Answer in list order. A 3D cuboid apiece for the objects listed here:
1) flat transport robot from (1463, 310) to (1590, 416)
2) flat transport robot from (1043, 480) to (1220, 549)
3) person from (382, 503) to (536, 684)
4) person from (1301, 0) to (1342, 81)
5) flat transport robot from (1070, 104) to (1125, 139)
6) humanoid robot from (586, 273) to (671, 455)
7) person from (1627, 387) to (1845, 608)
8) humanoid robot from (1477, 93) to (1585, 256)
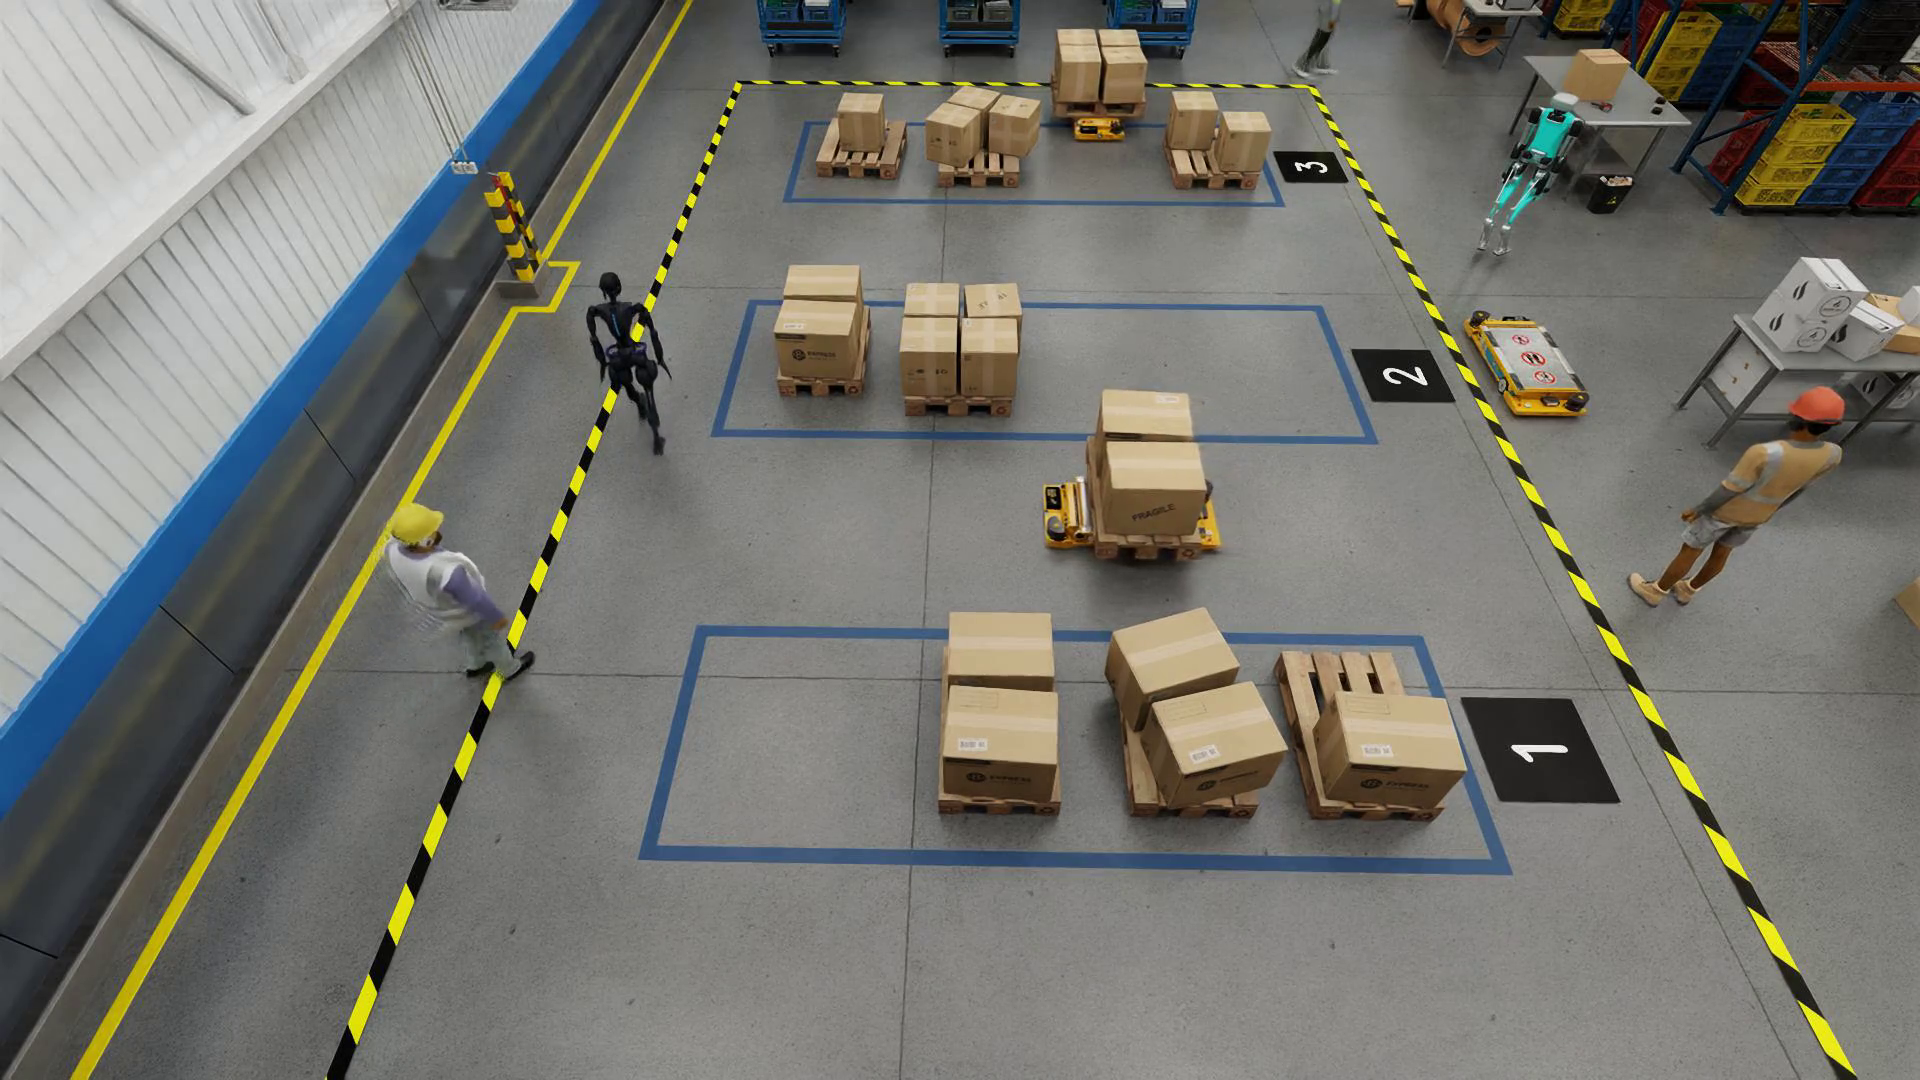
[{"bbox_3d":[5.573,-1.757,9.054,0.659,0.231,1.431,1,49,1],"label":"flat transport robot"},{"bbox_3d":[1.432,-0.237,7.720,1.431,0.197,0.652,1,49,1],"label":"flat transport robot"},{"bbox_3d":[-3.332,0.415,6.146,0.622,1.820,0.432,20,52,16],"label":"person"},{"bbox_3d":[5.287,-7.543,13.016,0.395,1.850,0.596,3,49,2],"label":"person"},{"bbox_3d":[1.872,-5.964,12.678,0.652,0.197,1.431,0,49,0],"label":"flat transport robot"},{"bbox_3d":[-2.871,-1.568,7.992,0.609,1.611,0.801,-7,50,-6],"label":"humanoid robot"},{"bbox_3d":[5.568,-0.245,6.580,0.605,2.034,0.389,-1,49,-1],"label":"person"},{"bbox_3d":[5.987,-3.823,9.782,0.735,1.676,0.533,-36,58,-27],"label":"humanoid robot"}]
